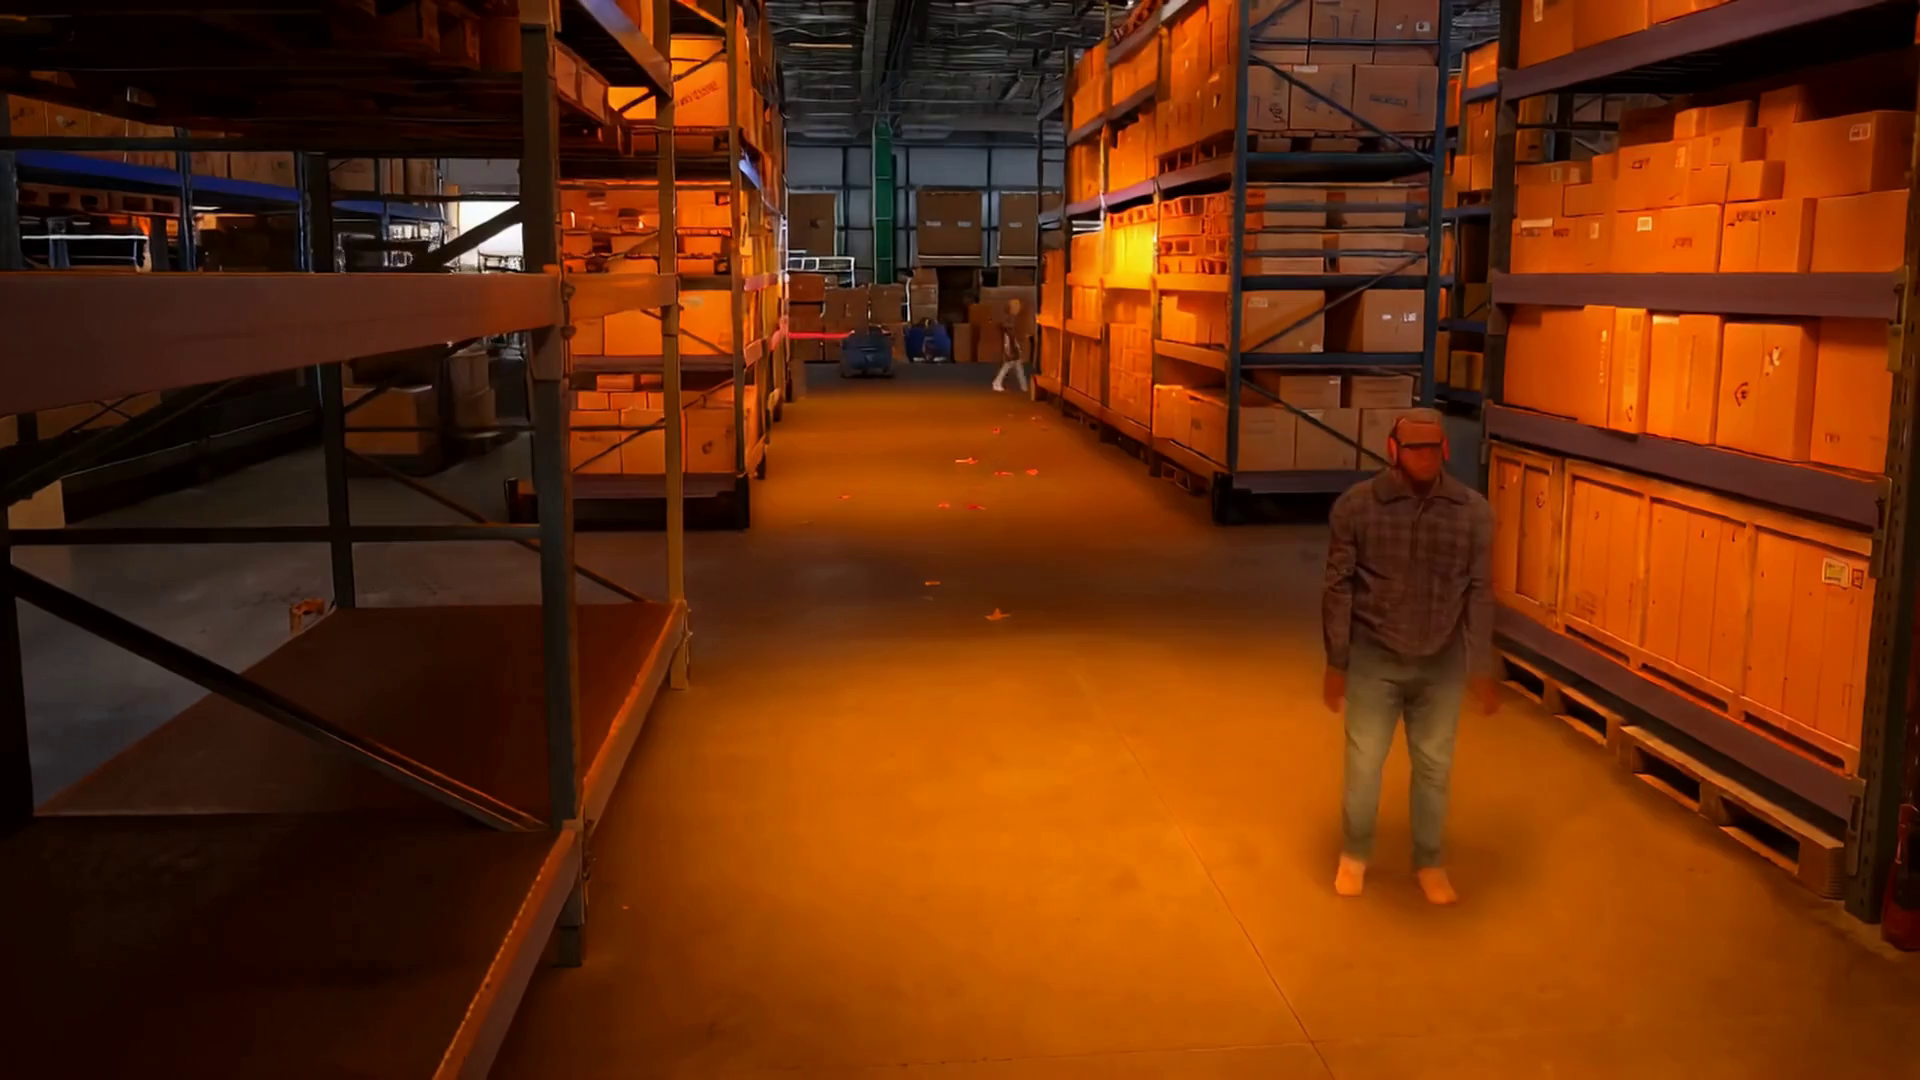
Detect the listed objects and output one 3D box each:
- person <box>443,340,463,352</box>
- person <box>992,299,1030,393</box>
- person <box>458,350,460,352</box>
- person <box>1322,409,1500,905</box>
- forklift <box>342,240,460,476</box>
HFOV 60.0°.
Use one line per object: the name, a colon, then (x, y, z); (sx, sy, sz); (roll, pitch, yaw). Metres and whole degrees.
person: (-10.229, -3.867, 33.484); (0.565, 1.895, 0.675); (3, 10, 19)
person: (1.077, -3.975, 34.118); (0.994, 1.920, 0.619); (3, 9, 17)
person: (-11.927, -4.597, 38.790); (0.702, 1.678, 0.540); (3, 10, 20)
person: (1.739, 0.452, 6.404); (0.688, 1.906, 0.418); (0, 9, 2)
forklift: (-6.894, -2.232, 20.146); (1.129, 2.768, 1.873); (-1, 9, -4)
